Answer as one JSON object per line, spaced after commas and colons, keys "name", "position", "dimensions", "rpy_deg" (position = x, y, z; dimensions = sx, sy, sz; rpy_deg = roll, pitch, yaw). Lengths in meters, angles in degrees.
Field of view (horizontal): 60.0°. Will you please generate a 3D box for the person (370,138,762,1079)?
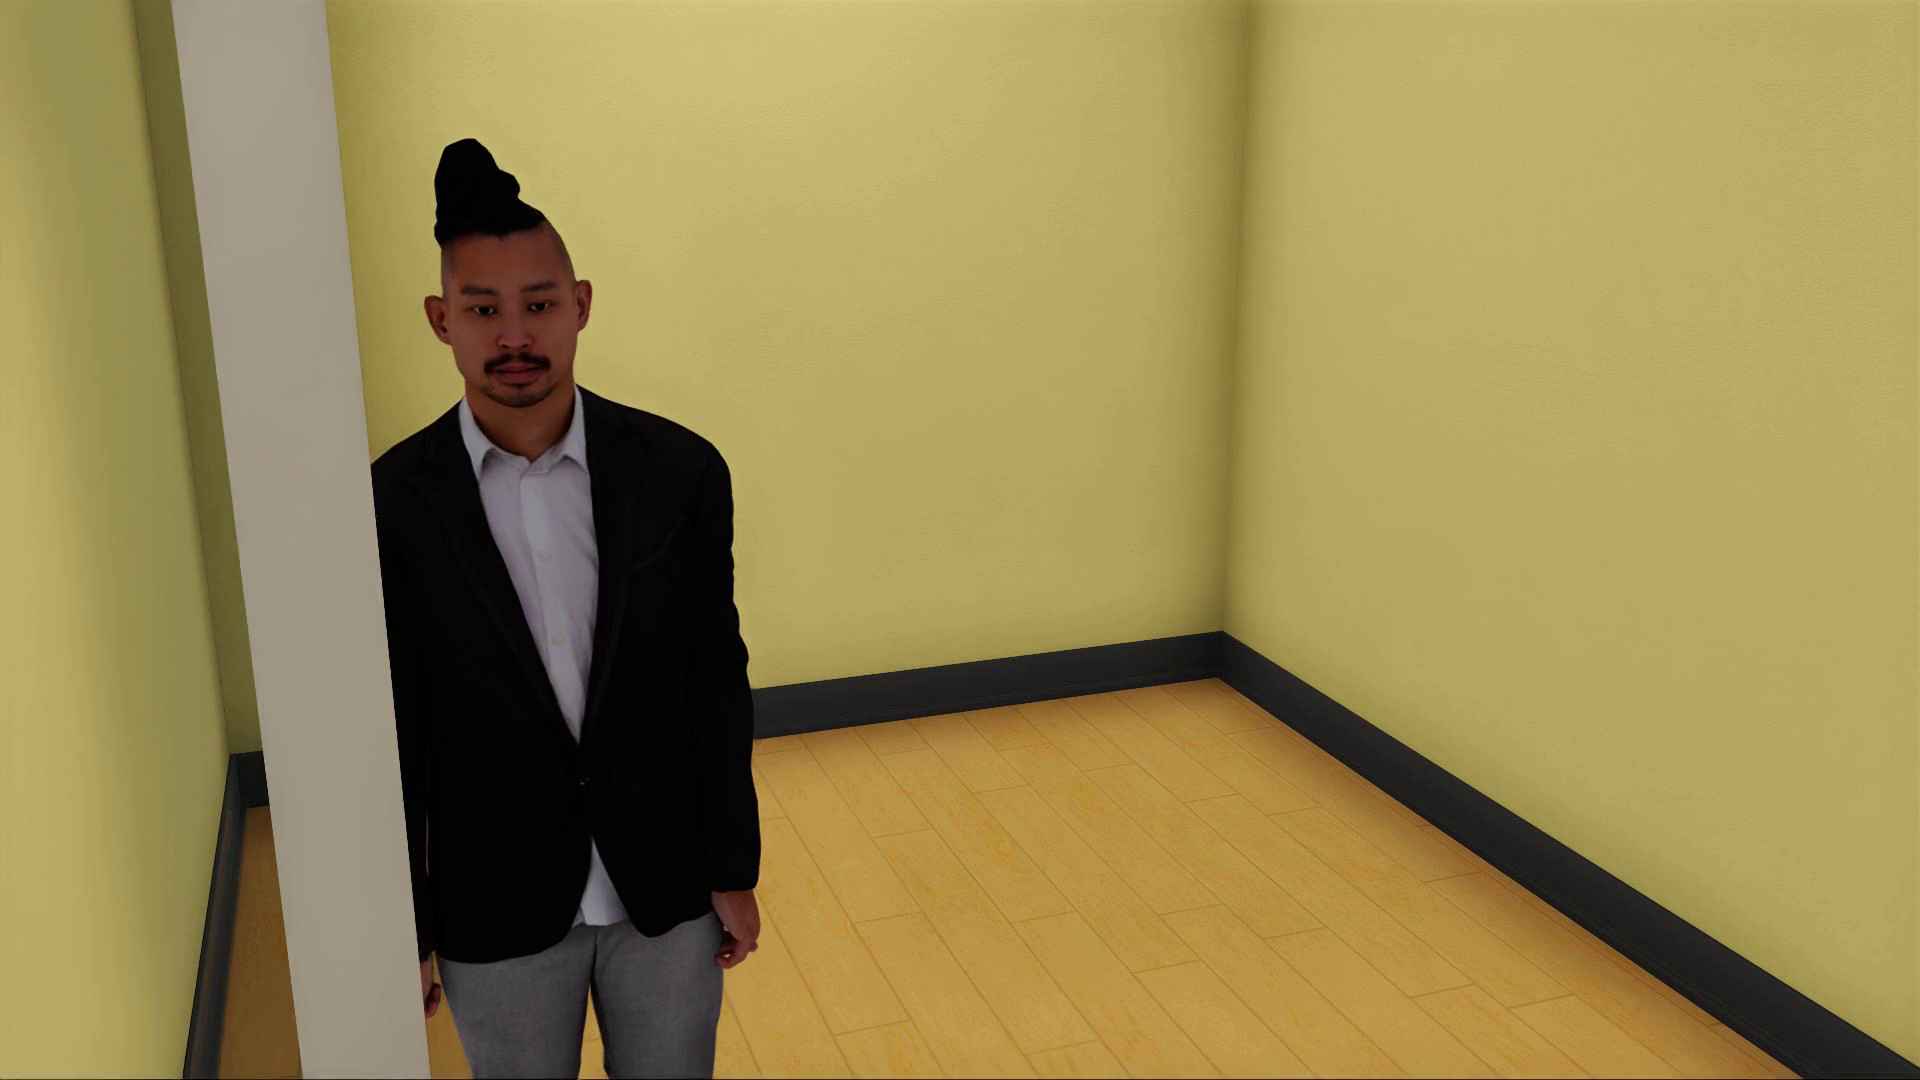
{"name": "person", "position": [-0.552, 0.432, 2.346], "dimensions": [0.518, 1.952, 0.756], "rpy_deg": [-6, 17, -20]}
